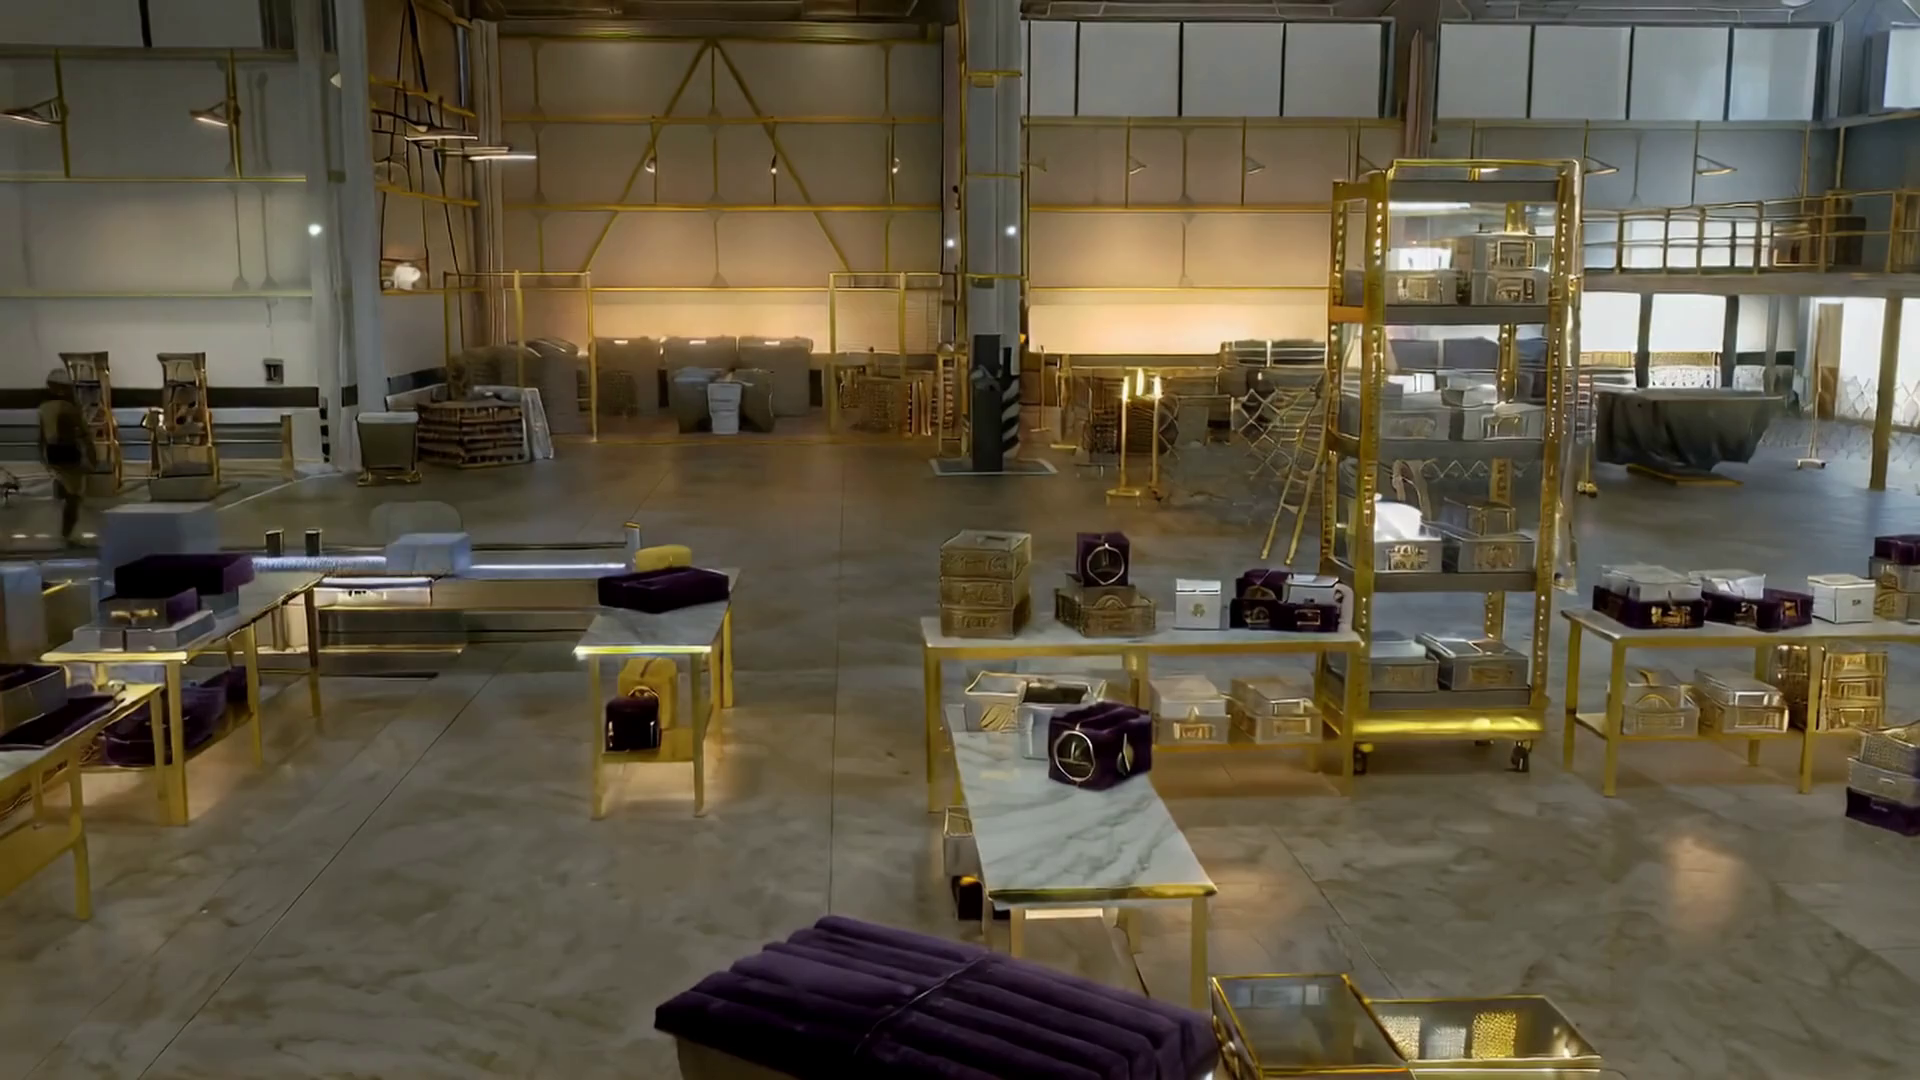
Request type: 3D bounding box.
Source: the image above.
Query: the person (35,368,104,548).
[{"bbox_3d":[-9.669,-0.854,18.150,0.687,2.025,0.543,5,10,29],"label":"person"}]

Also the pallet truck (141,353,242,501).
[{"bbox_3d":[-10.520,-1.604,22.925,0.823,1.965,1.885,-1,9,-6],"label":"pallet truck"}]

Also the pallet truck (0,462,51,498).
[{"bbox_3d":[-13.193,-1.293,23.148,0.653,1.274,1.630,-1,9,-4],"label":"pallet truck"}]

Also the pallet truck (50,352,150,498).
[{"bbox_3d":[-11.907,-1.642,23.165,0.823,1.965,1.885,0,9,0],"label":"pallet truck"}]
